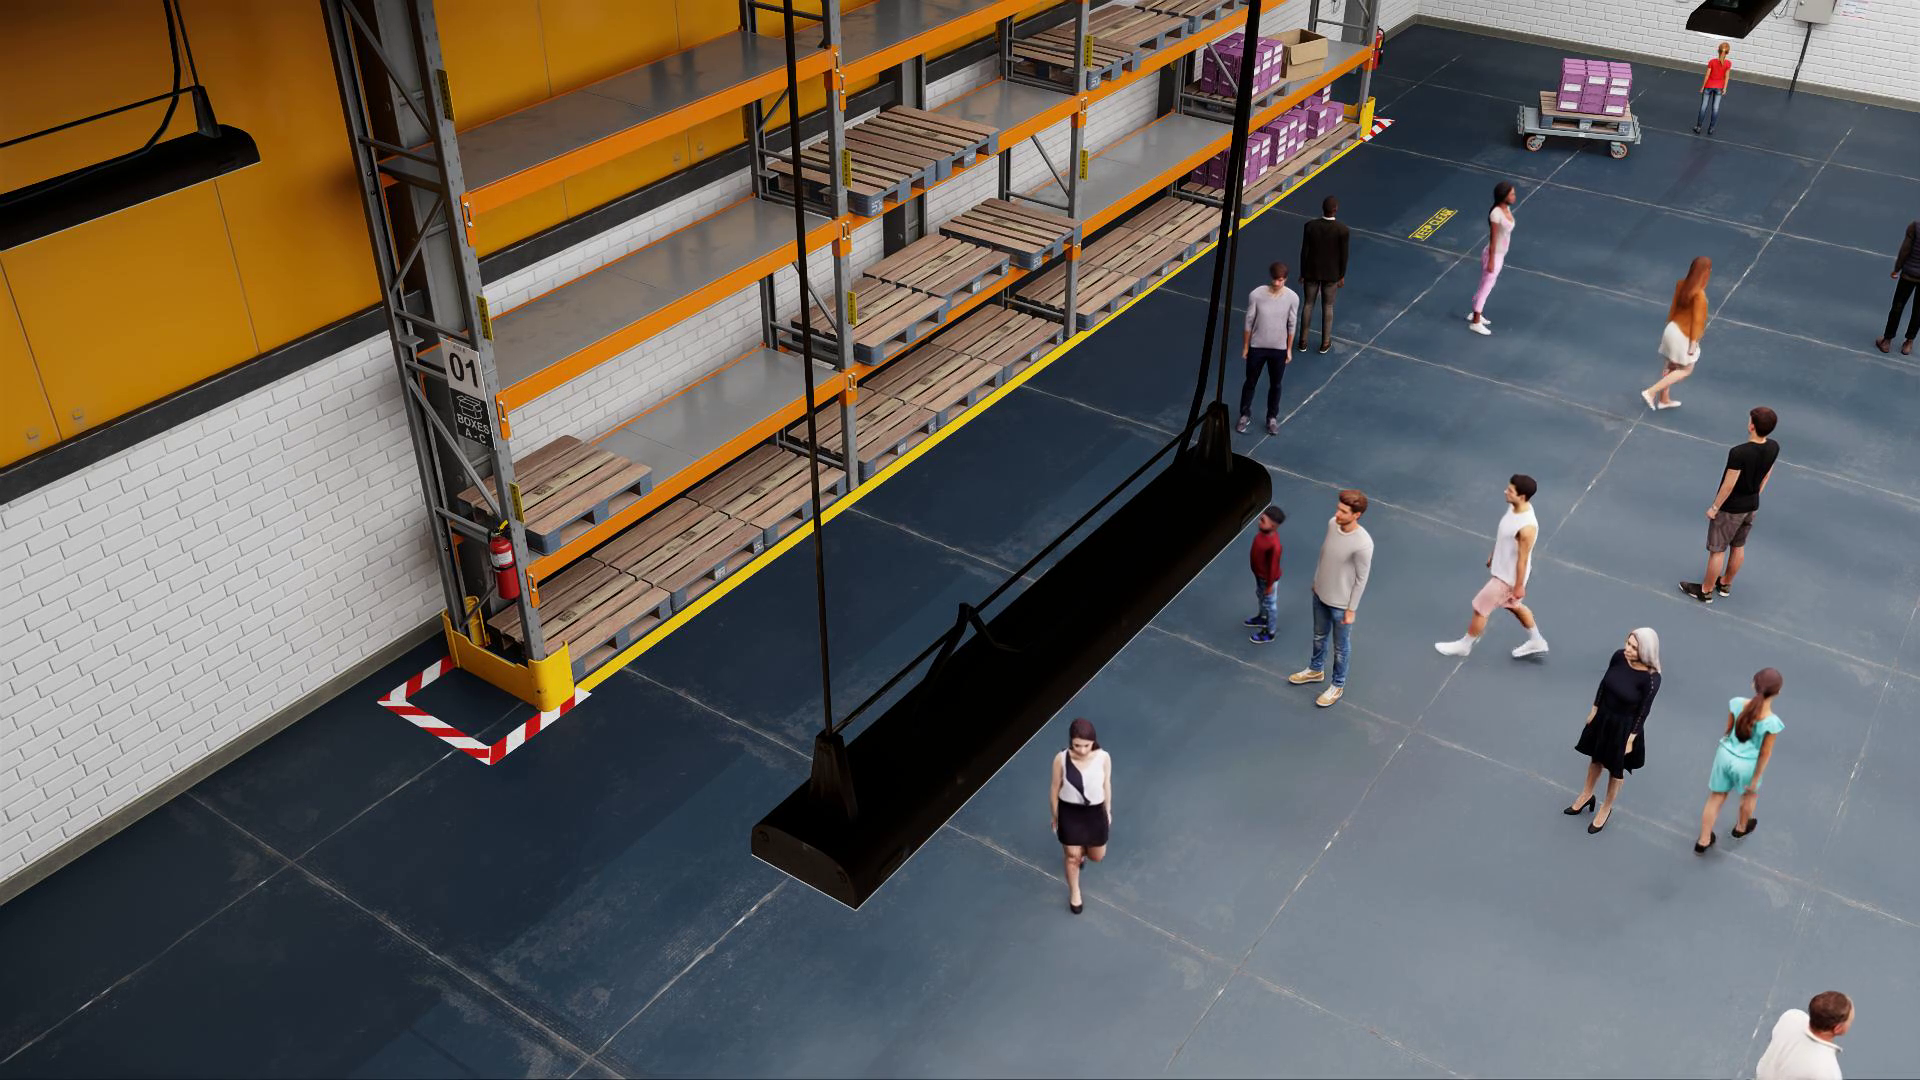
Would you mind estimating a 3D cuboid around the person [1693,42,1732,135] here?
[{"bbox_3d":[10.881,-6.526,24.000,0.552,1.310,0.565,9,35,14],"label":"person"}]

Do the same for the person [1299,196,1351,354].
[{"bbox_3d":[3.939,-2.889,18.084,0.722,1.800,0.679,9,35,13],"label":"person"}]

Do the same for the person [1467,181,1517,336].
[{"bbox_3d":[5.937,-3.170,18.559,0.664,1.742,0.497,18,37,24],"label":"person"}]

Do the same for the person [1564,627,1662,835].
[{"bbox_3d":[4.644,1.332,11.781,0.707,1.747,0.689,-16,37,-22],"label":"person"}]

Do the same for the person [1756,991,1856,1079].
[{"bbox_3d":[4.359,3.107,9.046,1.221,1.819,1.226,-3,34,-4],"label":"person"}]

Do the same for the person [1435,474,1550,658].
[{"bbox_3d":[4.517,0.264,13.386,1.006,1.750,1.171,6,34,10],"label":"person"}]

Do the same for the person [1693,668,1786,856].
[{"bbox_3d":[5.395,1.582,11.595,0.859,1.537,0.641,-28,43,-36],"label":"person"}]

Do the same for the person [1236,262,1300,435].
[{"bbox_3d":[3.077,-1.938,16.616,0.735,1.842,0.709,5,34,7],"label":"person"}]

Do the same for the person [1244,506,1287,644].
[{"bbox_3d":[2.562,0.265,13.833,0.636,1.252,0.573,-5,34,-7],"label":"person"}]

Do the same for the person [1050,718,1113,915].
[{"bbox_3d":[0.802,1.796,11.183,0.775,1.638,0.840,-3,34,-5],"label":"person"}]

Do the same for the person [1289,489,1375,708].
[{"bbox_3d":[2.953,0.423,13.007,0.734,1.906,0.742,-17,37,-24],"label":"person"}]

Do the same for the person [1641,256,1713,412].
[{"bbox_3d":[7.271,-2.062,16.918,0.922,1.714,0.862,-5,34,-8],"label":"person"}]

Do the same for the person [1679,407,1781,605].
[{"bbox_3d":[6.607,-0.300,14.134,0.709,1.862,0.822,-14,36,-20],"label":"person"}]

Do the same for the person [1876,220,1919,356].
[{"bbox_3d":[10.423,-2.895,18.061,0.757,1.836,0.693,10,35,14],"label":"person"}]
